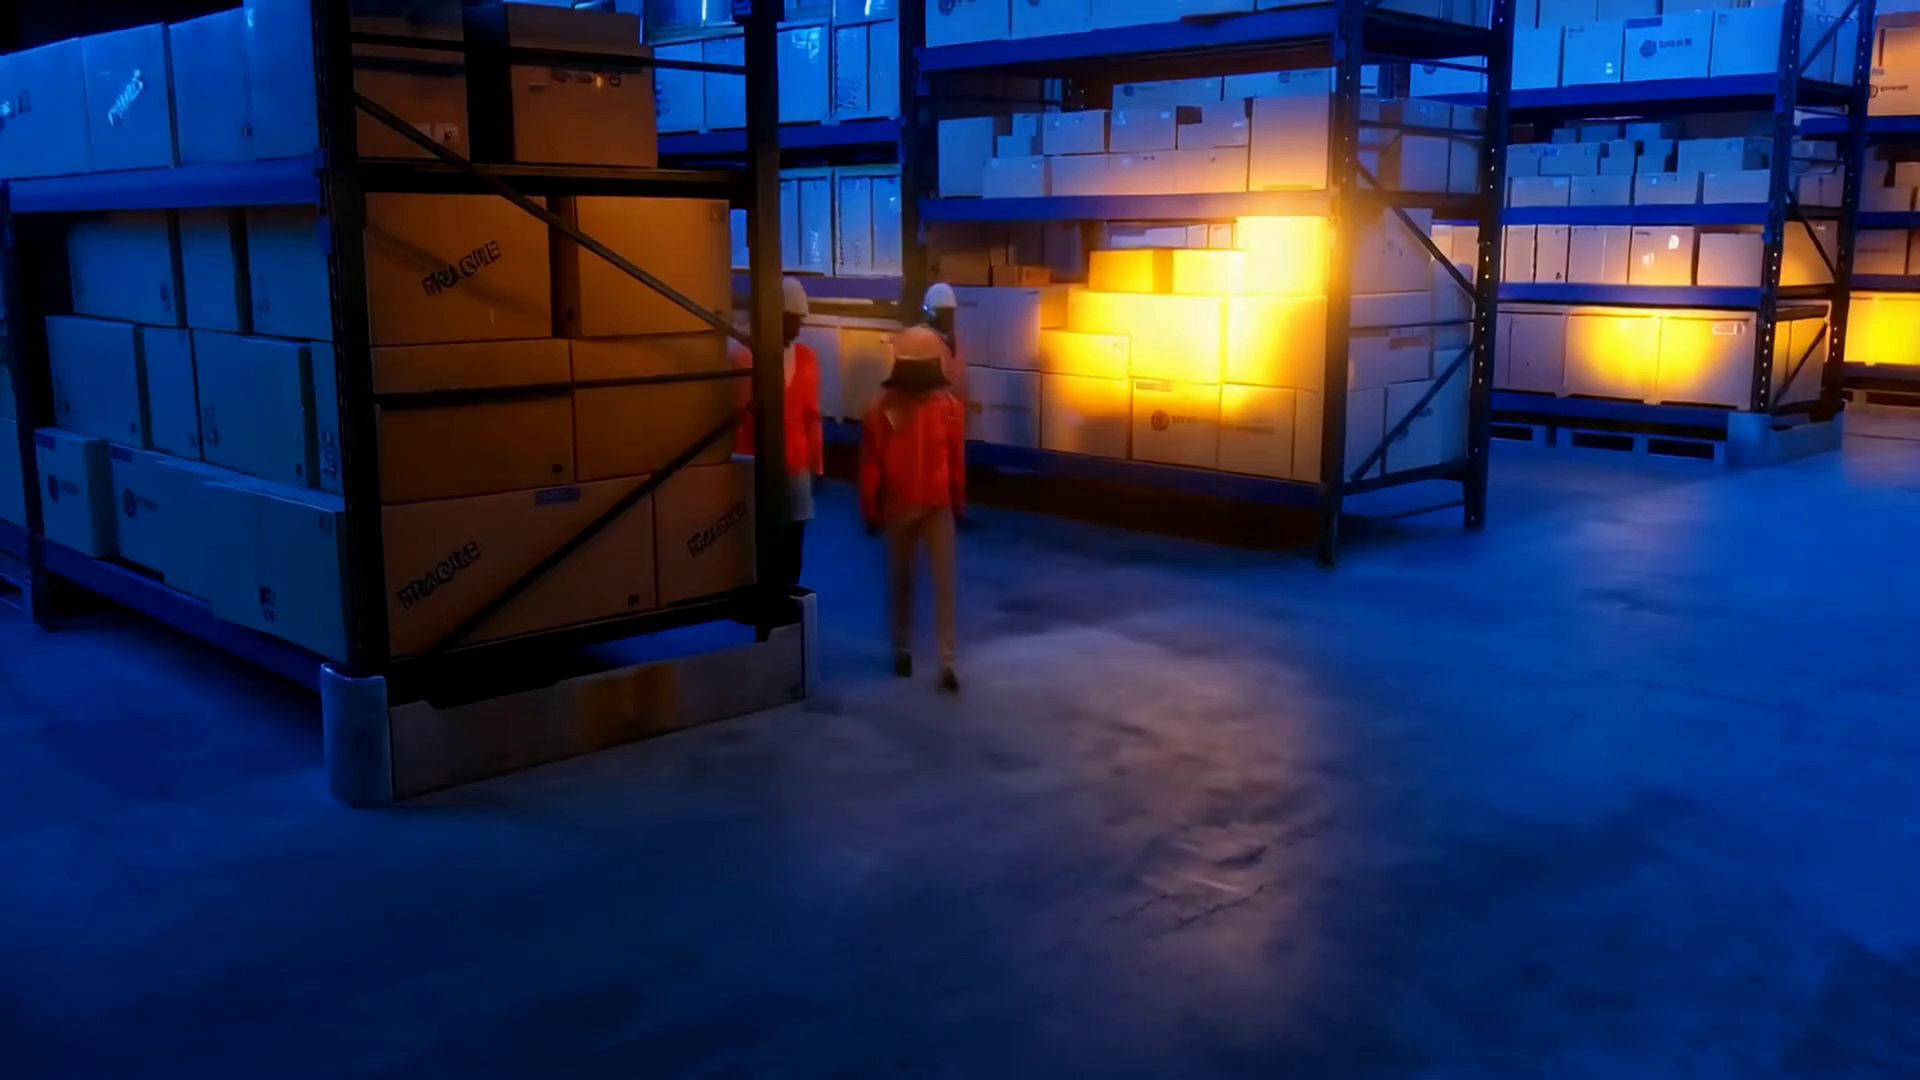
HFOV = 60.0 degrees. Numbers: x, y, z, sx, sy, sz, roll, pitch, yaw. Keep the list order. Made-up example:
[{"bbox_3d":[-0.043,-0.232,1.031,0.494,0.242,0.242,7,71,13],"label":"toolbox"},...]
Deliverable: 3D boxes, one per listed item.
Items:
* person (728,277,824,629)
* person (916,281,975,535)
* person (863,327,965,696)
[{"bbox_3d":[-0.963,-0.414,8.729,0.563,1.918,0.466,-9,13,-39],"label":"person"},{"bbox_3d":[-0.190,-0.966,12.056,0.779,1.810,0.599,9,14,41],"label":"person"},{"bbox_3d":[-0.201,-0.125,7.745,0.496,1.702,0.812,-2,11,-9],"label":"person"}]
